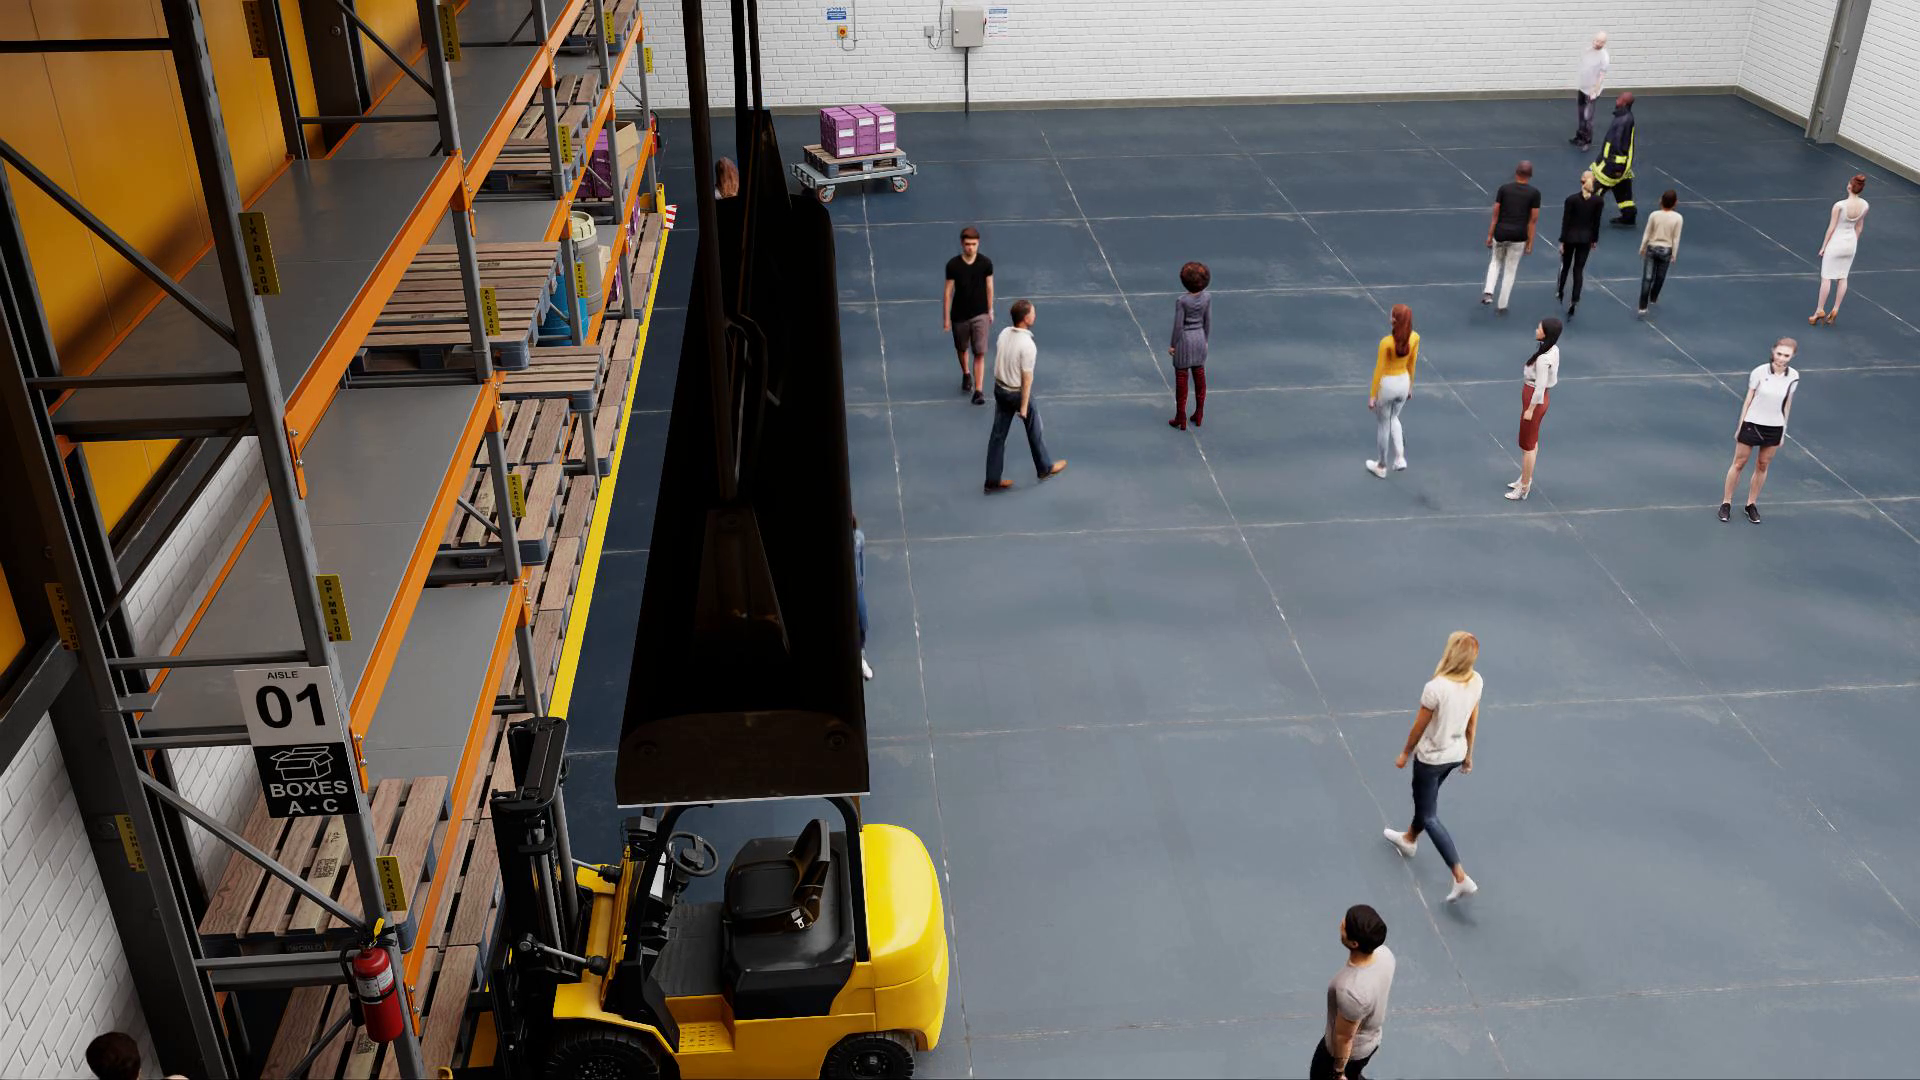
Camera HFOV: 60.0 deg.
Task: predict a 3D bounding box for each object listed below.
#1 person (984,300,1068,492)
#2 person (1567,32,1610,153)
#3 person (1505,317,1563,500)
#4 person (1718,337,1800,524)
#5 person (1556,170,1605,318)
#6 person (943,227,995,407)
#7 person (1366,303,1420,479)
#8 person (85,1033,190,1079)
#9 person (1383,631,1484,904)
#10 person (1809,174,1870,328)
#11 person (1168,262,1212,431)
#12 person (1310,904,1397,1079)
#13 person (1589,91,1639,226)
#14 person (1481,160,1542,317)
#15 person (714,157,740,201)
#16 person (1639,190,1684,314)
[{"bbox_3d":[0.404,-1.287,15.237,1.058,1.813,1.135,-18,33,-30],"label":"person"},{"bbox_3d":[9.693,-6.931,25.585,0.968,1.813,0.582,-1,29,-2],"label":"person"},{"bbox_3d":[5.228,-1.201,15.146,0.731,1.750,0.612,12,31,21],"label":"person"},{"bbox_3d":[7.117,-0.991,14.759,0.617,1.751,0.609,5,29,9],"label":"person"},{"bbox_3d":[7.148,-3.379,19.229,0.821,1.663,1.144,5,29,9],"label":"person"},{"bbox_3d":[0.092,-2.347,17.176,0.700,1.818,1.161,-2,29,-3],"label":"person"},{"bbox_3d":[4.062,-1.343,15.414,0.722,1.744,0.824,-11,30,-19],"label":"person"},{"bbox_3d":[-3.517,2.934,7.417,0.821,1.891,0.666,9,30,16],"label":"person"},{"bbox_3d":[3.034,1.414,10.316,0.915,1.784,1.196,-15,32,-26],"label":"person"},{"bbox_3d":[10.038,-3.305,18.958,0.567,1.792,0.466,-2,29,-3],"label":"person"},{"bbox_3d":[2.289,-1.932,16.528,0.652,1.710,0.617,-12,31,-21],"label":"person"},{"bbox_3d":[2.023,2.546,8.325,0.998,1.703,0.924,23,36,36],"label":"person"},{"bbox_3d":[8.830,-5.037,22.145,1.198,1.783,1.251,14,32,24],"label":"person"},{"bbox_3d":[6.358,-3.464,19.257,0.801,1.785,0.839,14,32,24],"label":"person"},{"bbox_3d":[-2.710,-3.623,19.623,0.703,1.714,0.953,-8,30,-14],"label":"person"},{"bbox_3d":[8.117,-3.320,19.358,0.853,1.437,1.066,12,31,20],"label":"person"}]
